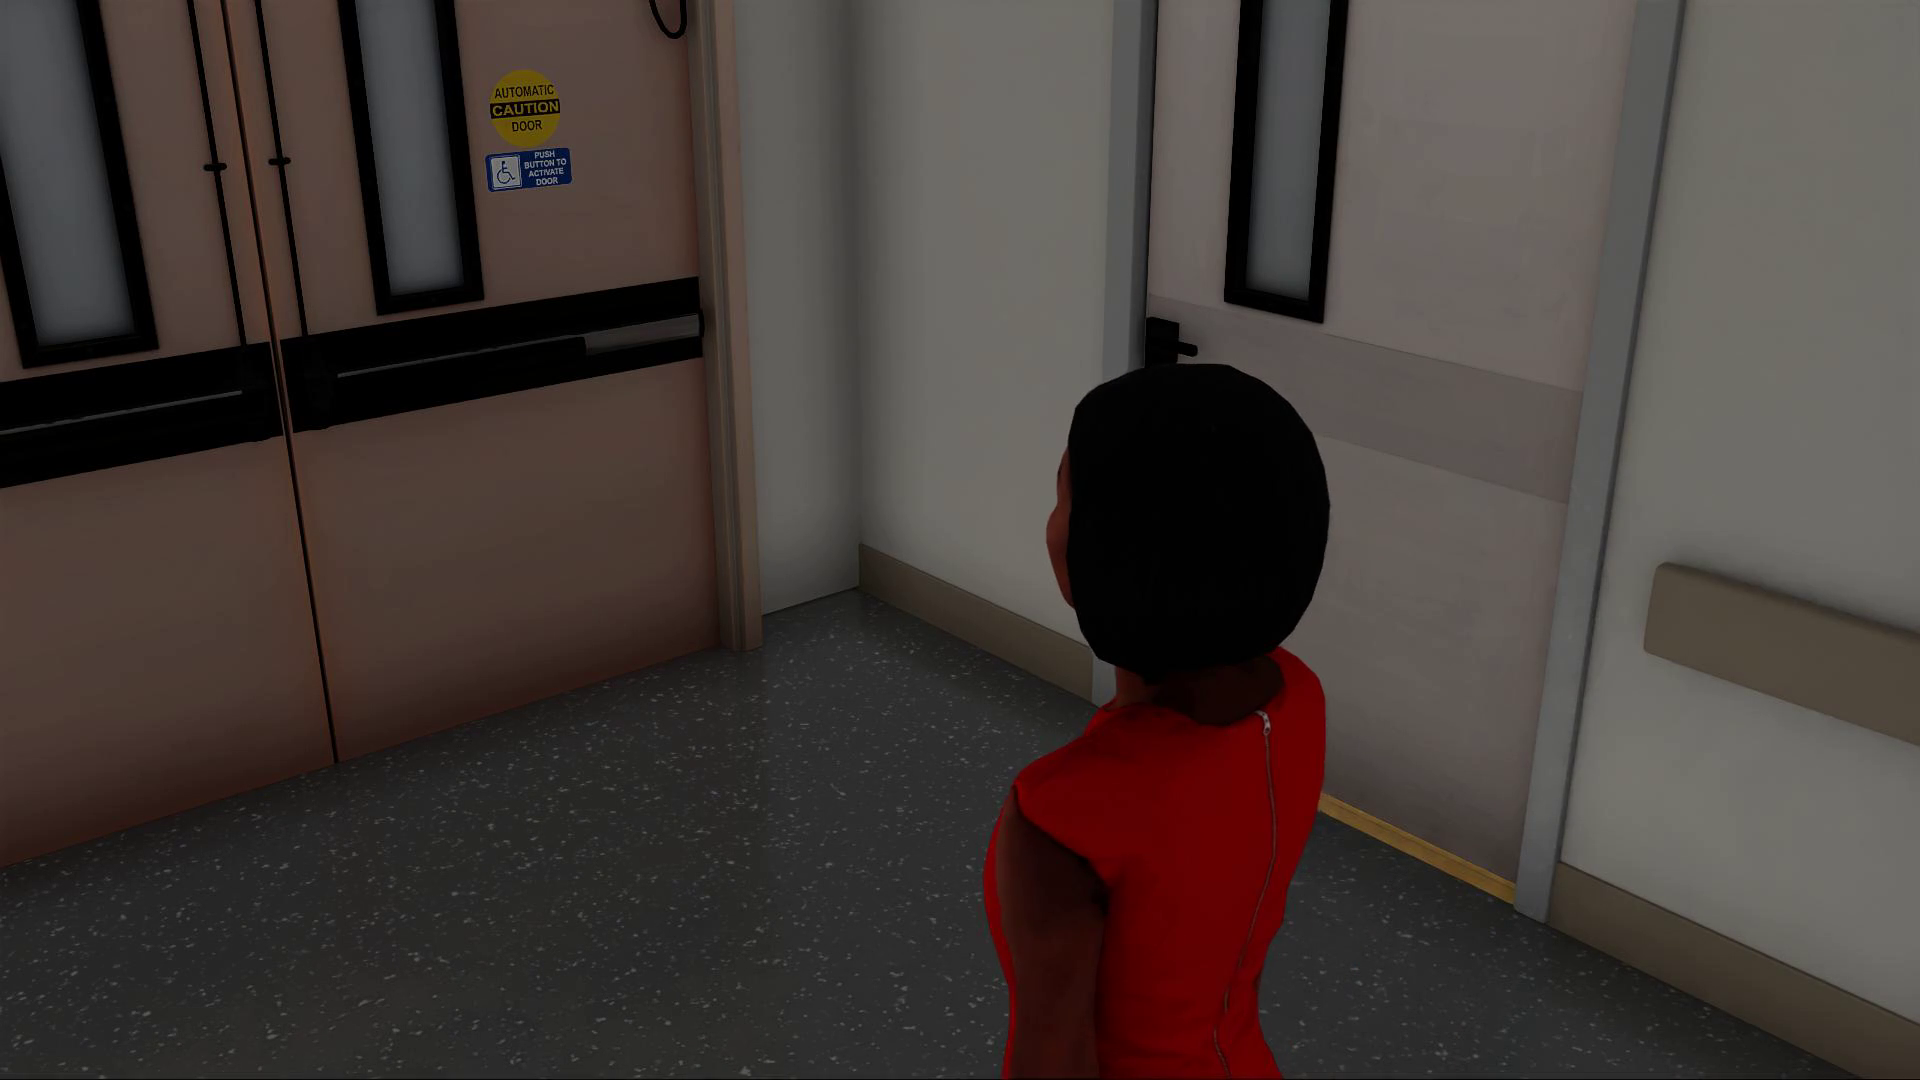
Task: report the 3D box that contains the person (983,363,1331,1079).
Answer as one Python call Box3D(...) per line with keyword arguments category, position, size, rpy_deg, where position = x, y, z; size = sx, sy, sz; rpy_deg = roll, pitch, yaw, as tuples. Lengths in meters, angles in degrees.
Box3D(category="person", position=(0.188, 0.678, 1.619), size=(0.564, 1.743, 0.614), rpy_deg=(16, 26, 36))
